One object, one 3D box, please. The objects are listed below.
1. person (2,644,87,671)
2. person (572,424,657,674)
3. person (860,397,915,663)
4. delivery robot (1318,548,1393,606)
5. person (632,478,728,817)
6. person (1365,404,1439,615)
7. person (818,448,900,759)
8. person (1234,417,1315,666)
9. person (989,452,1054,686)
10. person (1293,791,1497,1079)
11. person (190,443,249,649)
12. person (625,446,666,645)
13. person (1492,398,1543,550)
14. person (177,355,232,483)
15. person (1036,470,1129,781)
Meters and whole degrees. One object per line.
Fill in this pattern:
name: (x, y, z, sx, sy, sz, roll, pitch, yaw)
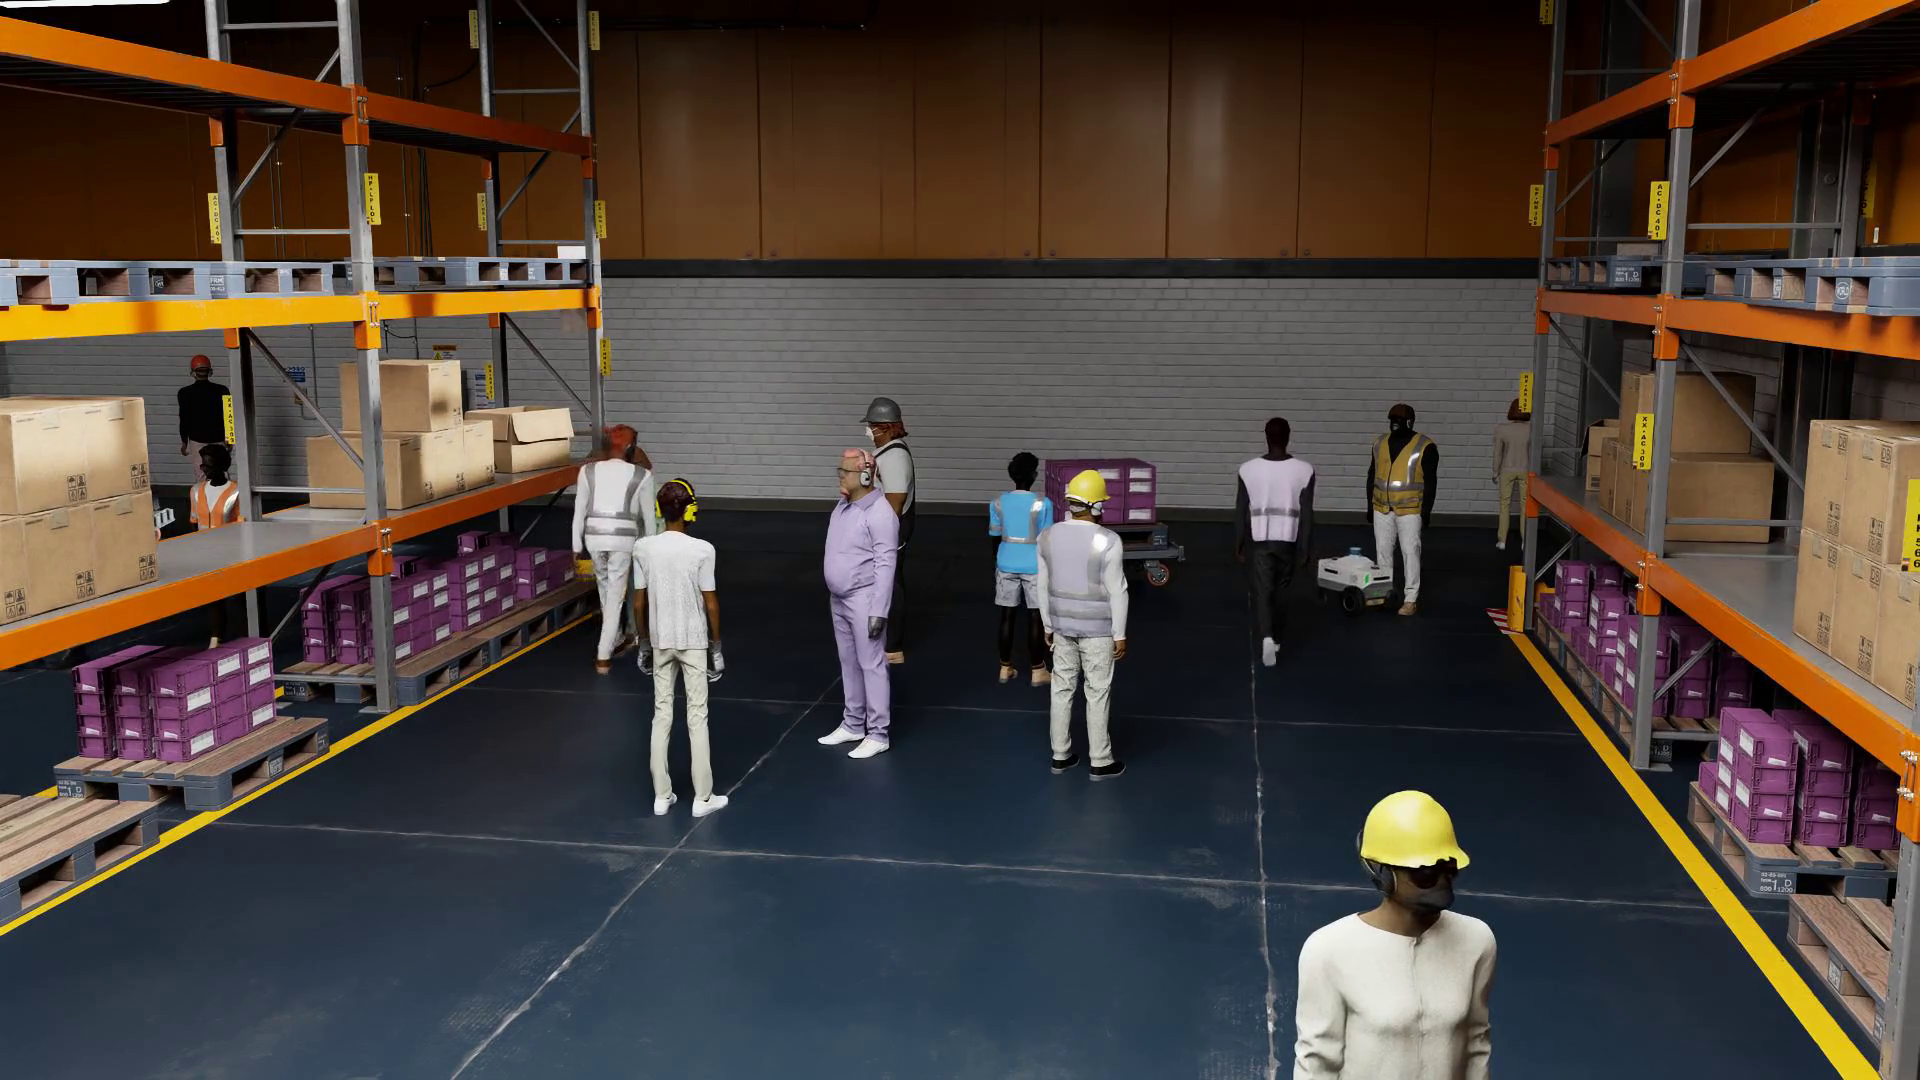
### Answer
person: (-6.878, 0.060, 12.305, 0.540, 1.902, 0.697, 7, 12, 38)
person: (-2.595, 0.045, 12.587, 0.596, 1.832, 0.903, 1, 9, 3)
person: (-0.611, -0.077, 12.723, 0.538, 2.000, 0.684, -1, 9, -5)
delivery robot: (3.471, 0.310, 14.617, 0.477, 0.478, 0.707, -5, 10, -26)
person: (-1.535, 0.591, 9.132, 0.514, 1.872, 0.328, 2, 9, 12)
person: (3.823, -0.269, 14.517, 0.635, 1.842, 0.429, 8, 12, 42)
person: (-0.642, 0.382, 10.290, 0.409, 1.913, 0.642, -6, 11, -32)
person: (2.411, -0.002, 12.781, 0.597, 1.882, 0.940, 1, 9, 8)
person: (0.464, 0.210, 12.014, 0.541, 1.697, 0.318, 5, 11, 29)
person: (1.057, 1.465, 4.046, 0.533, 1.772, 0.299, -2, 10, -15)
person: (-5.594, 0.109, 12.635, 0.539, 1.695, 0.319, 2, 9, 11)
person: (-2.530, 0.070, 13.072, 0.507, 1.631, 0.267, 5, 11, 29)
person: (5.969, -0.702, 17.832, 0.507, 1.632, 0.272, 3, 10, 16)
person: (-8.995, -1.209, 19.843, 0.612, 1.994, 0.394, -8, 12, -42)
person: (0.739, 0.500, 9.804, 0.594, 1.832, 0.404, 6, 11, 34)
